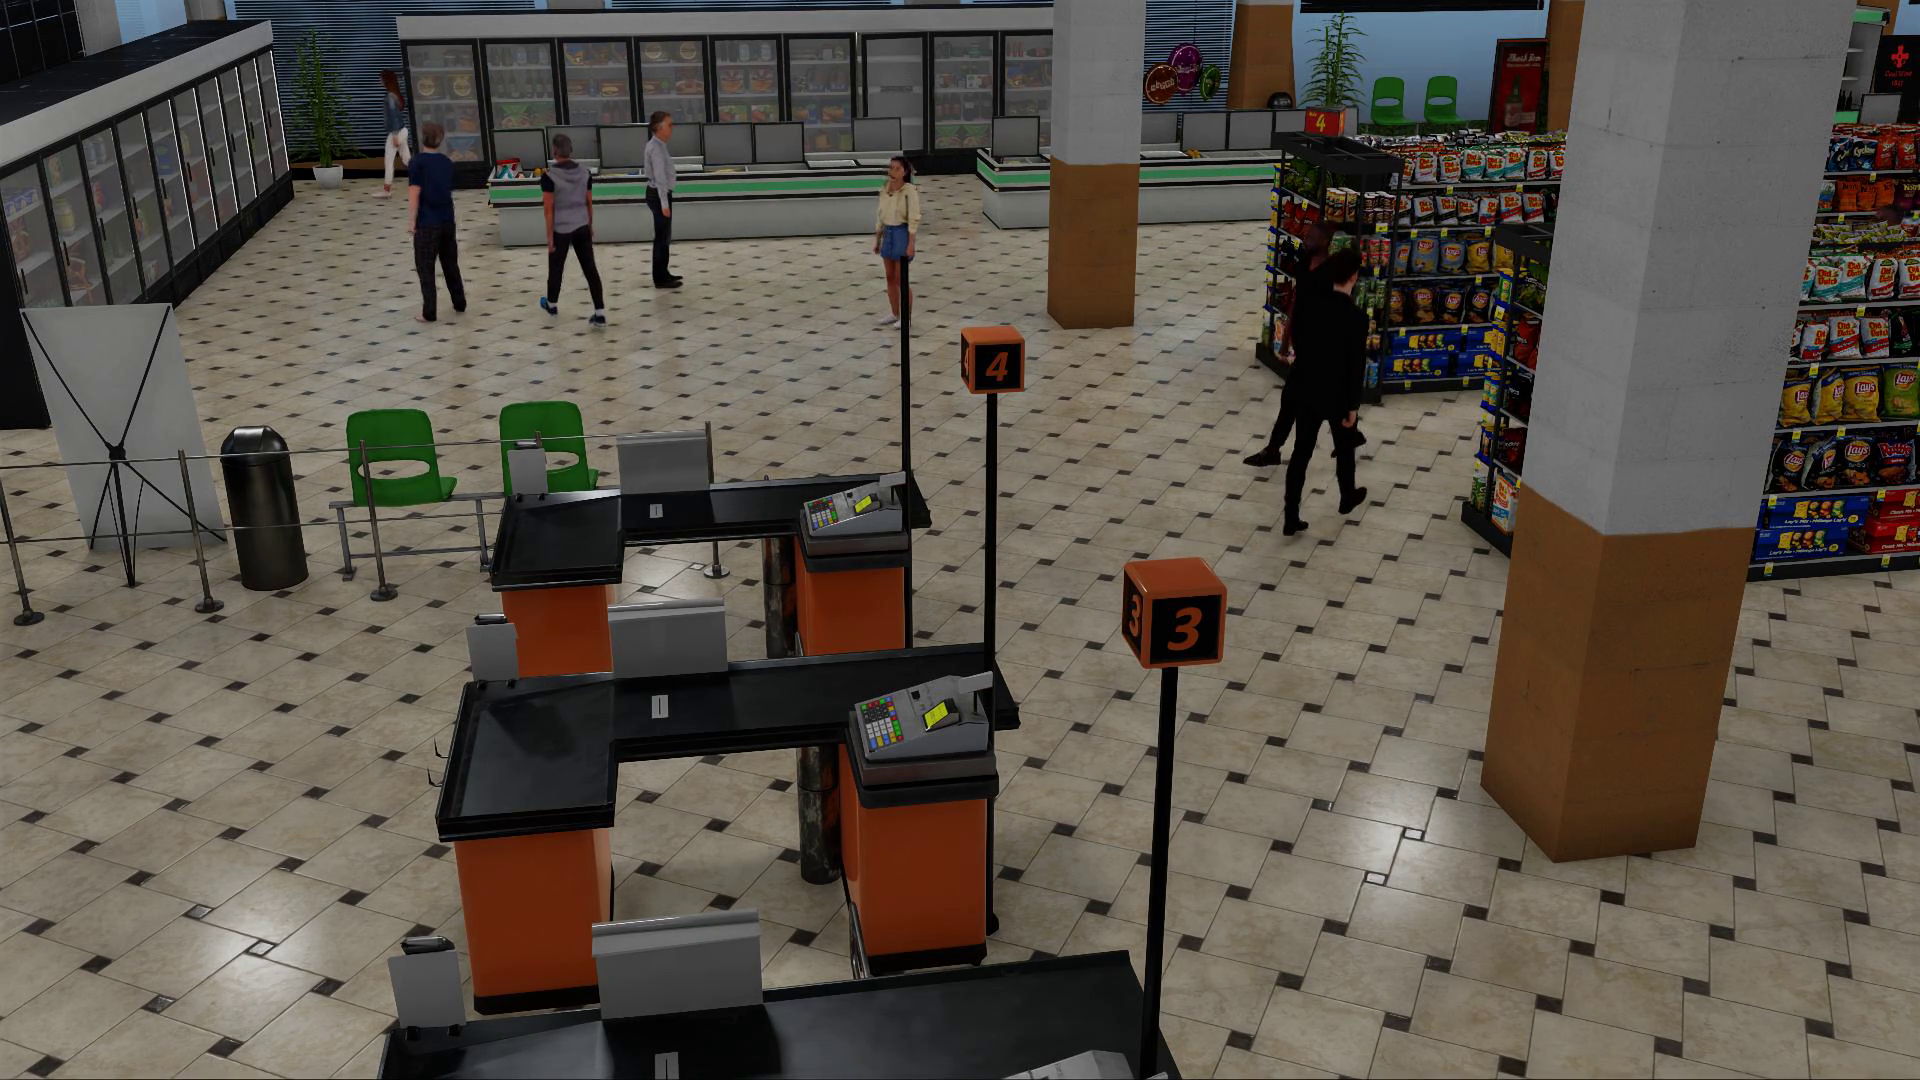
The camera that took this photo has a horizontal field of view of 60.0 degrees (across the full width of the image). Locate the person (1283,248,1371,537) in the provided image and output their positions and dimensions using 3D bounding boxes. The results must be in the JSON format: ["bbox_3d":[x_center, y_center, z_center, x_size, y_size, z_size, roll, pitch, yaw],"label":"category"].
[{"bbox_3d":[2.312,-0.902,10.709,1.181,1.842,1.277,17,27,36],"label":"person"}]

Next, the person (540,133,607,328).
[{"bbox_3d":[-3.613,-2.862,15.681,1.271,1.772,1.168,-17,27,-35],"label":"person"}]

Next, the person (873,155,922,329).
[{"bbox_3d":[-0.594,-2.835,15.806,0.788,1.628,0.763,-17,28,-36],"label":"person"}]

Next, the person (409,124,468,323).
[{"bbox_3d":[-5.027,-3.063,16.095,0.885,1.835,0.813,8,23,20],"label":"person"}]

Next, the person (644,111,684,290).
[{"bbox_3d":[-3.123,-3.548,17.326,0.560,1.818,0.646,-5,22,-12],"label":"person"}]

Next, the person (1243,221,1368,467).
[{"bbox_3d":[2.627,-1.383,11.998,1.229,1.774,0.745,-6,23,-14],"label":"person"}]
